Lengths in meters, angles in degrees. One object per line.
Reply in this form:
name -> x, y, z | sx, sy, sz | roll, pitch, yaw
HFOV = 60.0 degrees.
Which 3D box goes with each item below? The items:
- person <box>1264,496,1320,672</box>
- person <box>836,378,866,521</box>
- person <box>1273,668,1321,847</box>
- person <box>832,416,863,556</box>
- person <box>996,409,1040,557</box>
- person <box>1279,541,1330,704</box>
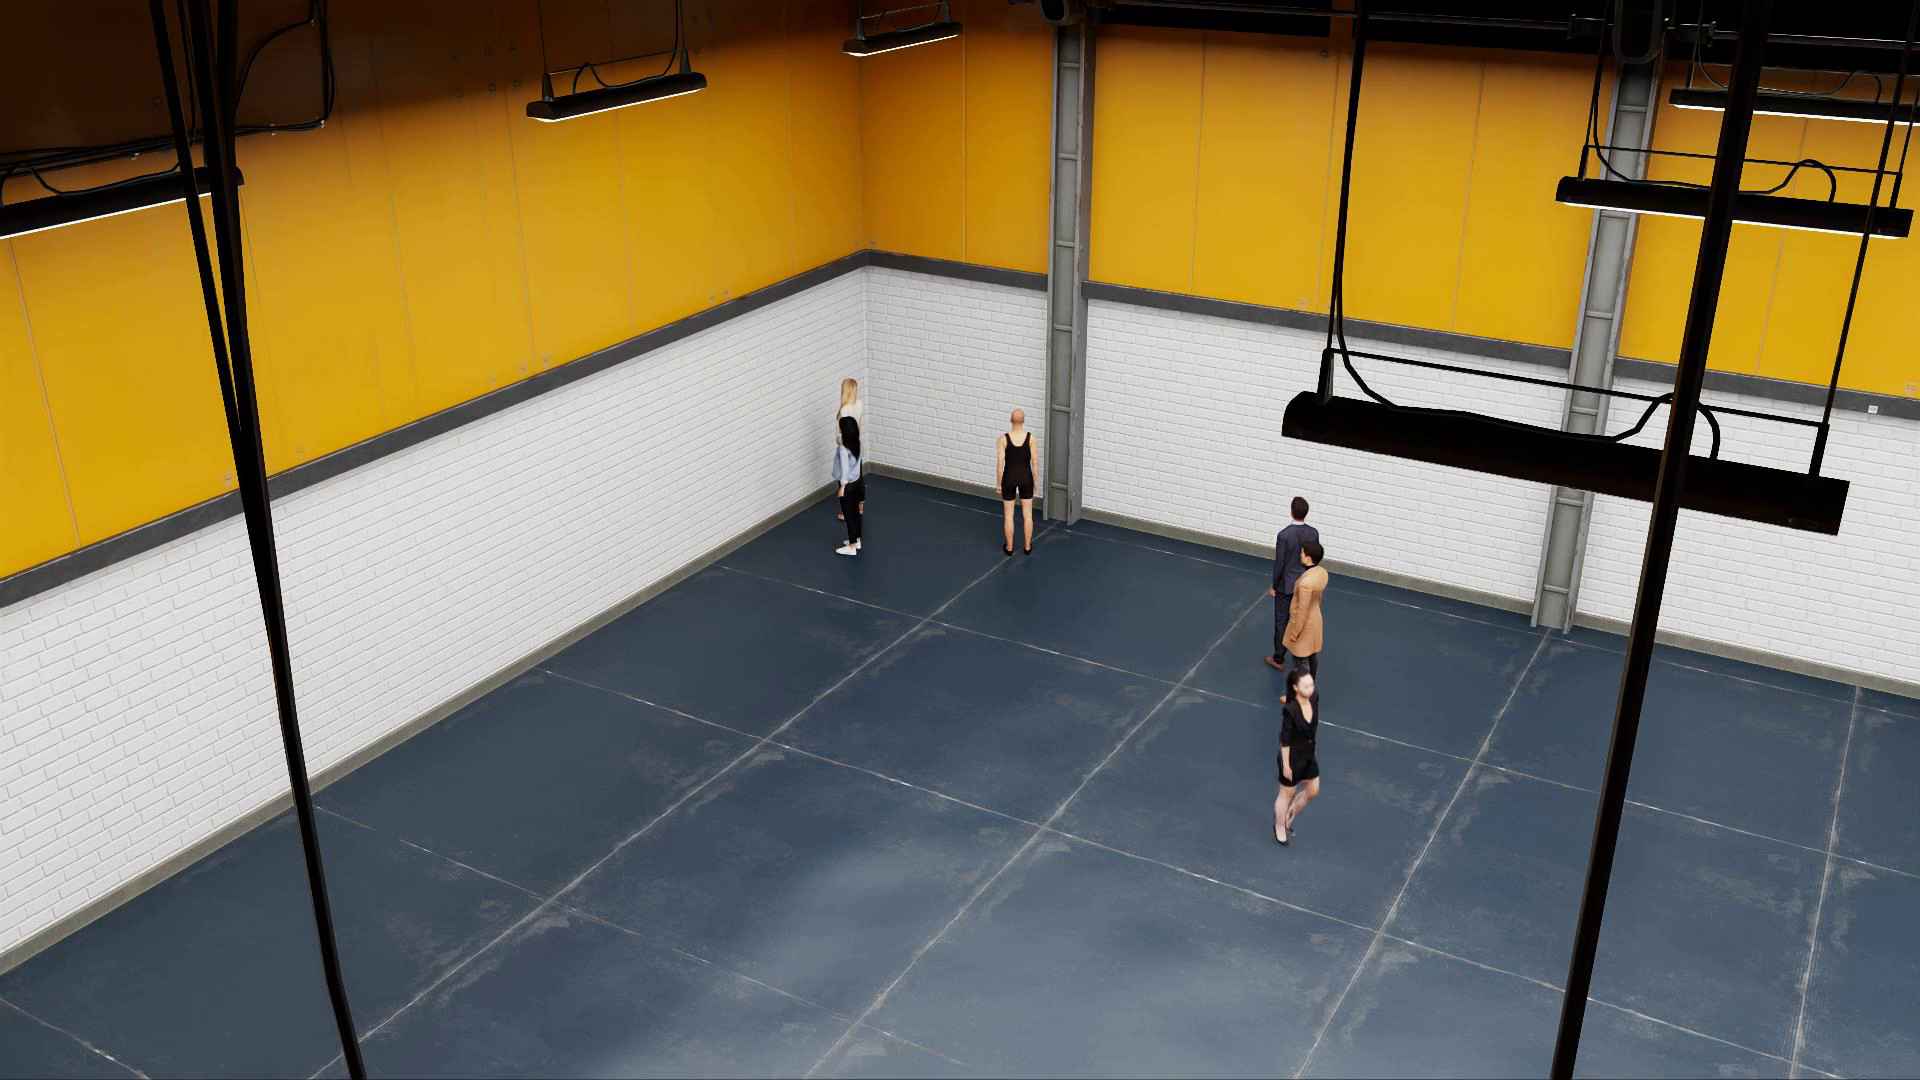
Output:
person -> 3.400, 0.443, 16.975 | 0.735, 1.868, 0.795 | -6, 24, -14
person -> -1.340, -1.132, 20.630 | 0.547, 1.827, 0.611 | 10, 26, 22
person -> 2.775, 1.819, 14.053 | 0.699, 1.687, 0.702 | -17, 29, -34
person -> -1.310, -0.658, 19.690 | 0.619, 1.711, 0.640 | 7, 25, 16
person -> 0.678, -0.684, 19.619 | 0.656, 1.815, 0.775 | -1, 24, -3
person -> 3.411, 0.804, 16.325 | 0.601, 1.727, 0.630 | 14, 27, 28
